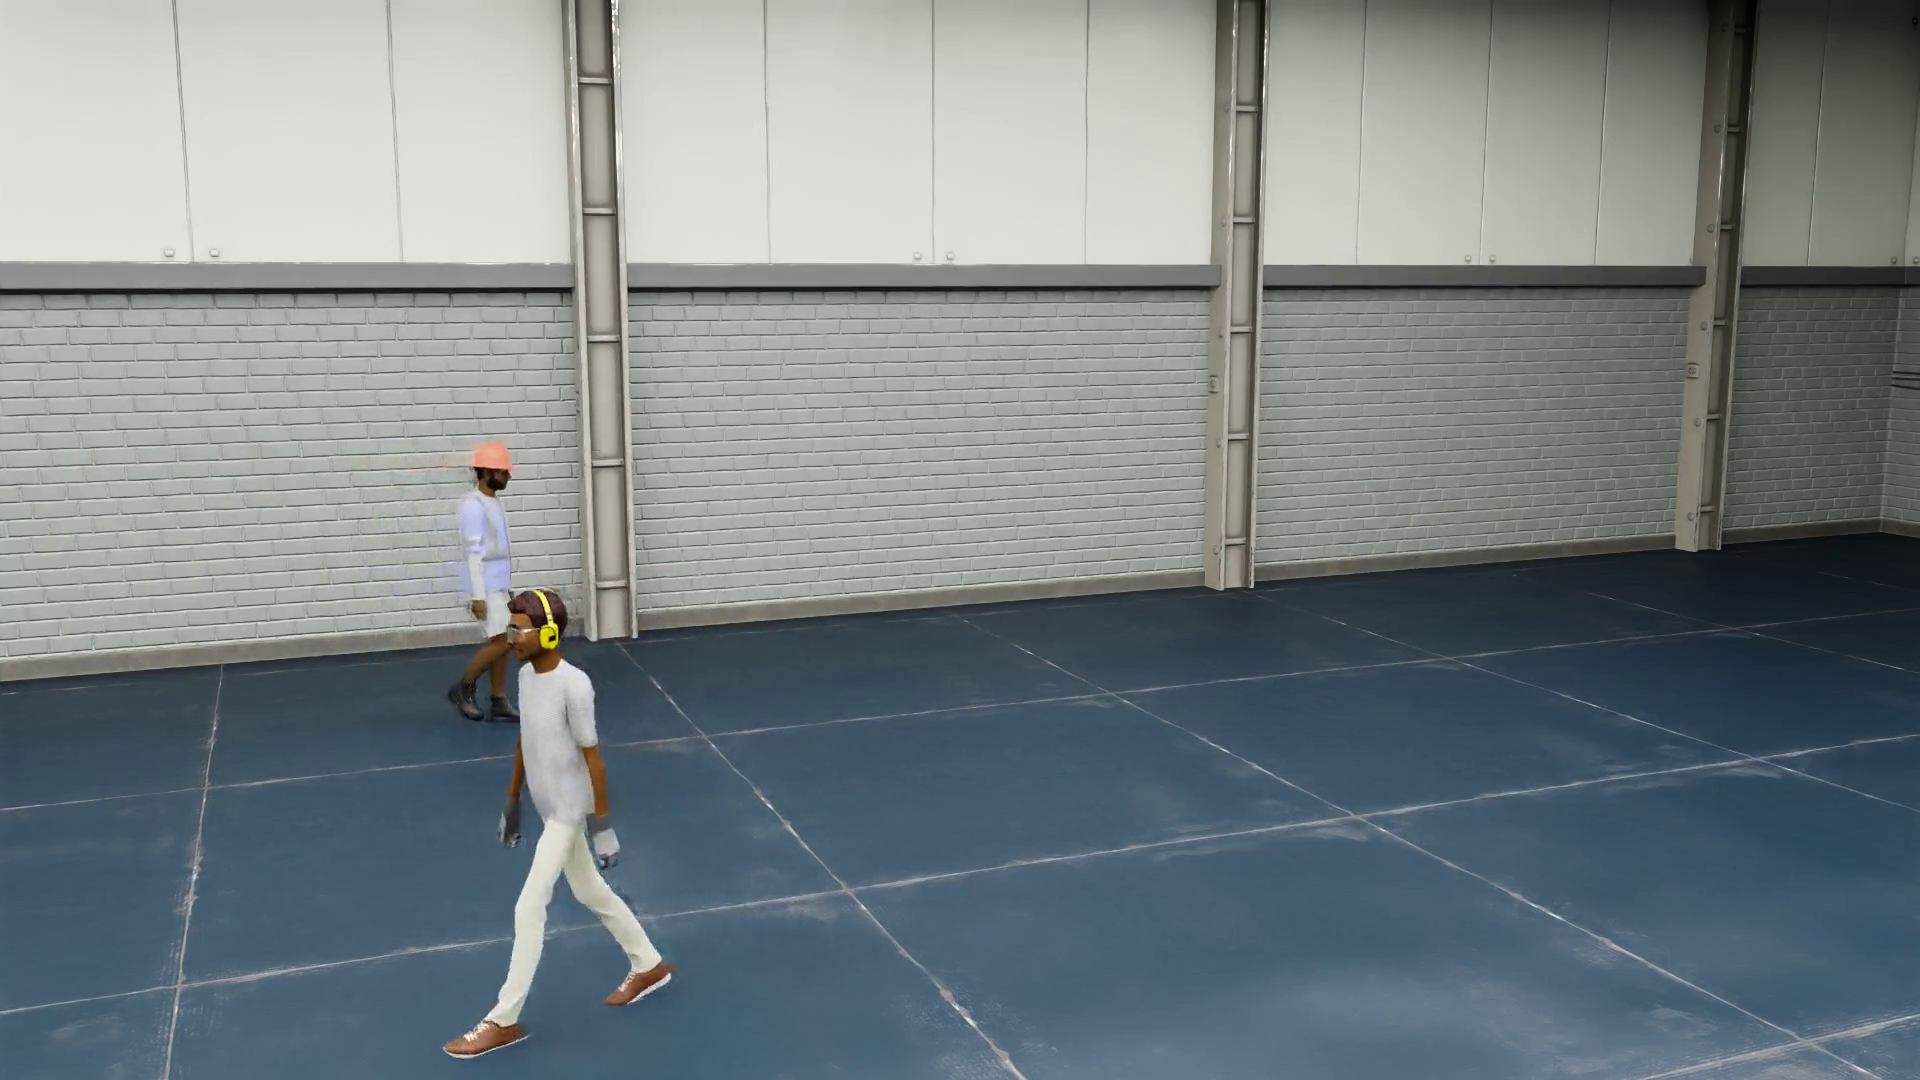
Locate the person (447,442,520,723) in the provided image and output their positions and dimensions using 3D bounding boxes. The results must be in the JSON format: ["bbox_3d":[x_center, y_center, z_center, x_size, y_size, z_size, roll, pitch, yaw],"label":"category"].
[{"bbox_3d":[-3.155,0.301,11.173,0.449,1.926,0.576,0,9,1],"label":"person"}]

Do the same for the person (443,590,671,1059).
[{"bbox_3d":[-1.598,1.080,6.662,0.989,1.823,0.537,-6,11,-35],"label":"person"}]
